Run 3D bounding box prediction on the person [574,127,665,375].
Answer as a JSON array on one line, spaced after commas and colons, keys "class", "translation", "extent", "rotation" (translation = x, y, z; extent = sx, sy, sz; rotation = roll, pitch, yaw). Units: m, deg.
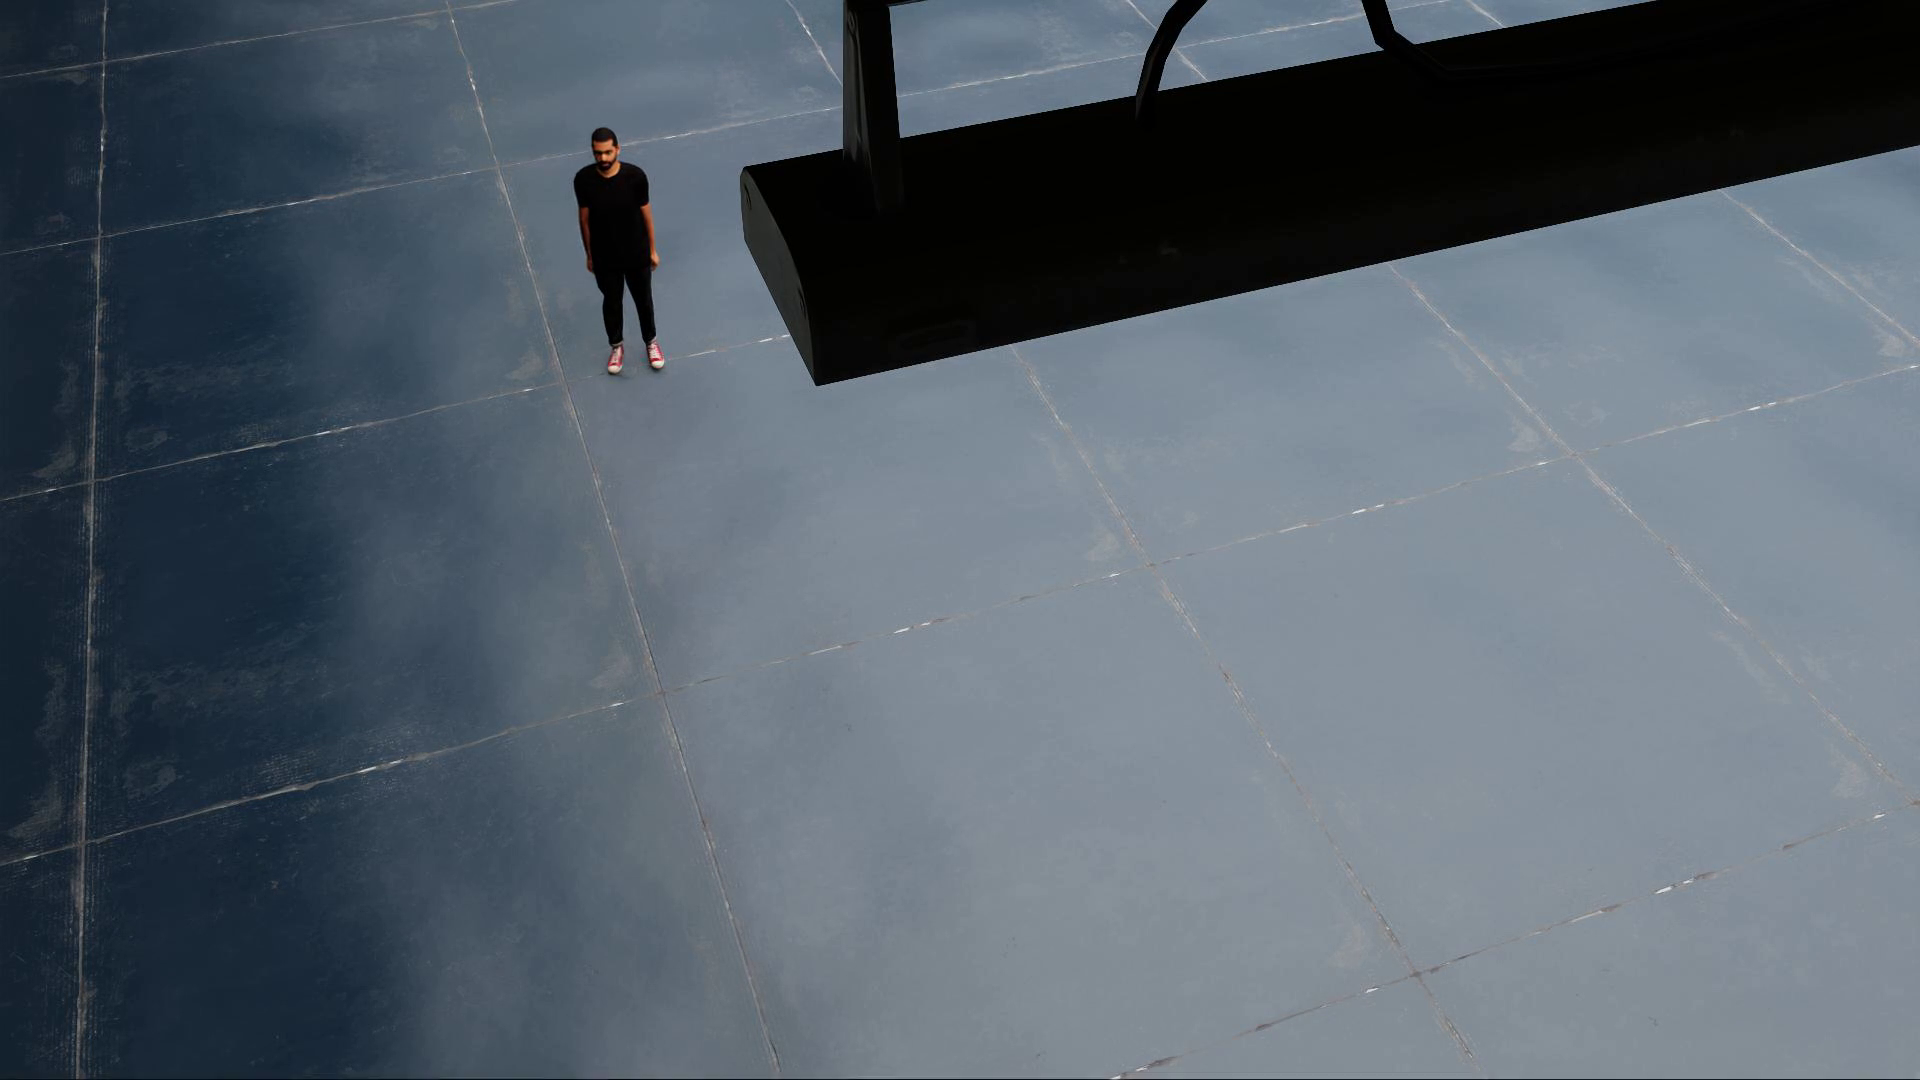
[{"class": "person", "translation": [-2.228, -1.903, 10.902], "extent": [0.663, 1.758, 0.623], "rotation": [-7, 44, -8]}]
